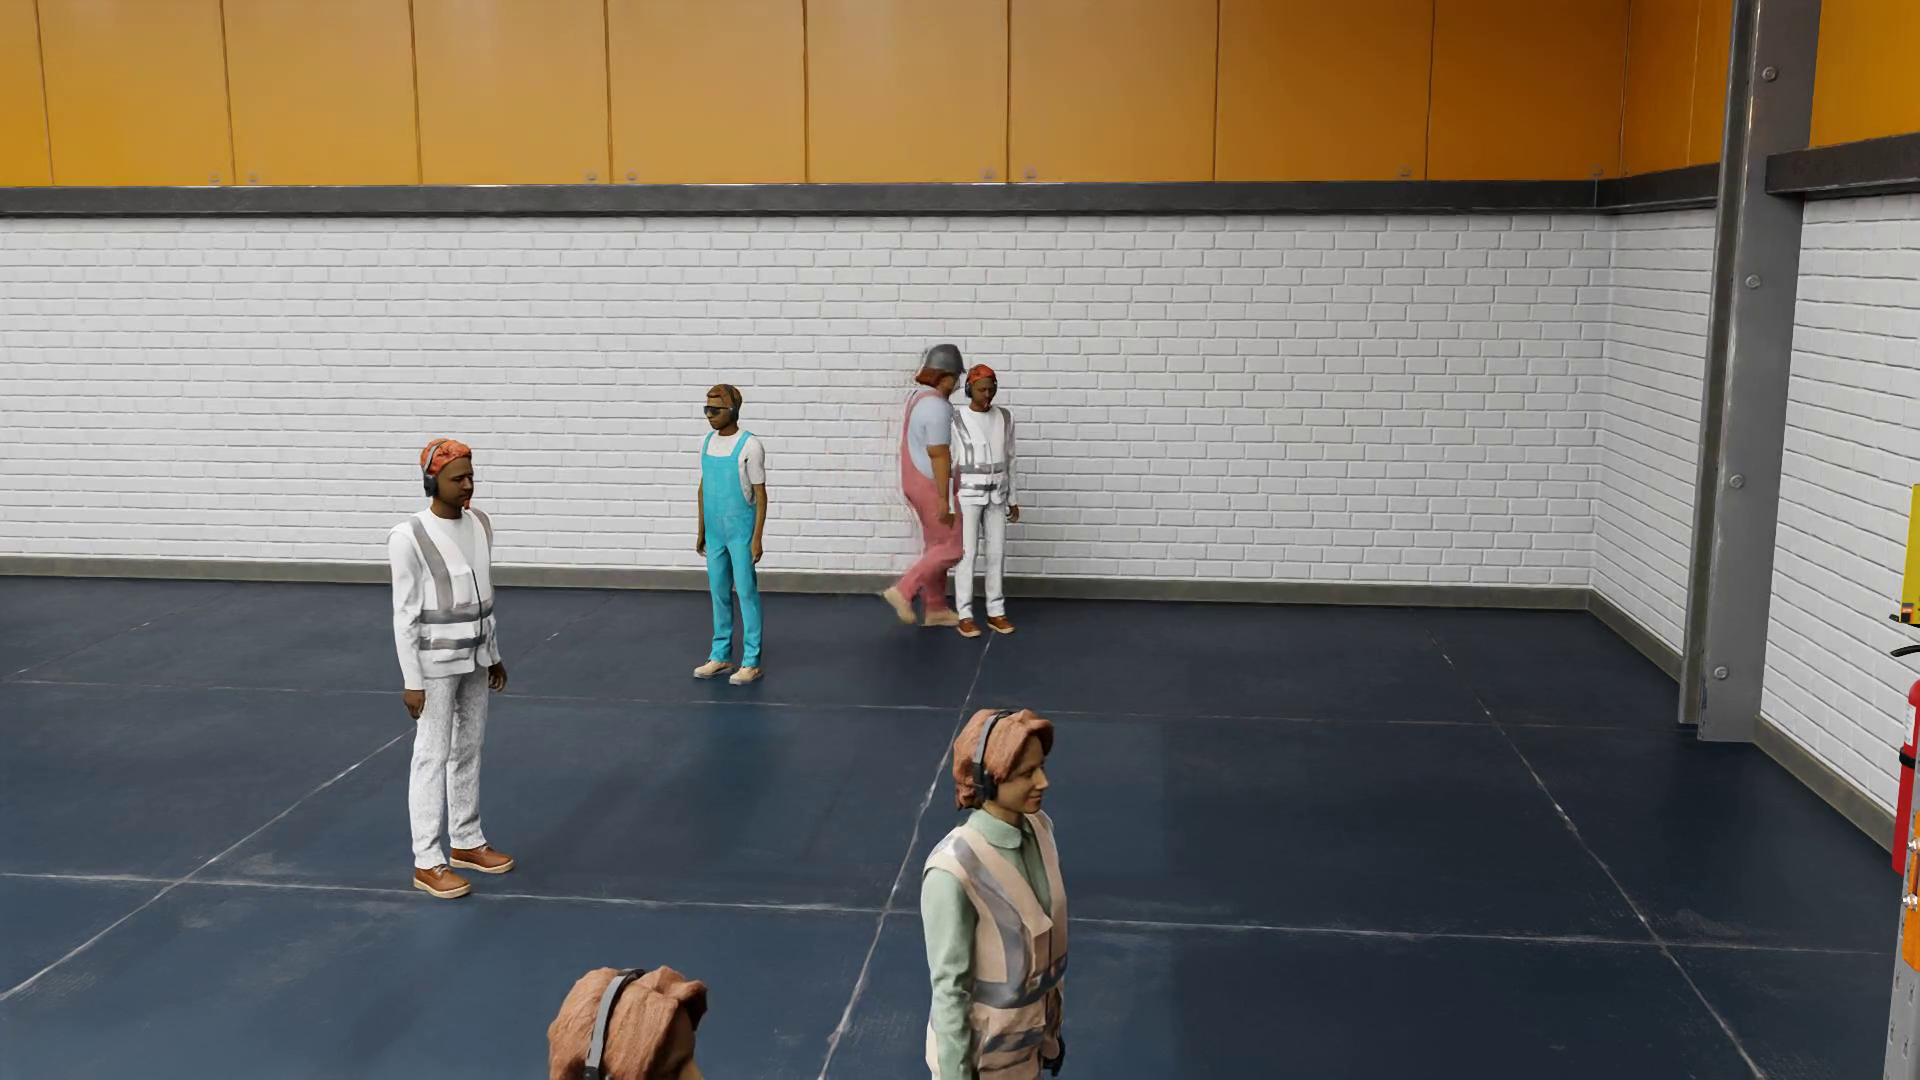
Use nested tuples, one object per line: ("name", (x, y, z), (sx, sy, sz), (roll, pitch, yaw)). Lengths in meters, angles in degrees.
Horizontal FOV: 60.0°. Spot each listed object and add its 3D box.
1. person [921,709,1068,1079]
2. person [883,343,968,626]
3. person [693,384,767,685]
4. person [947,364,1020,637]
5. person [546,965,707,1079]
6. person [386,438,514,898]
("person", (0.083, 1.180, 3.797), (0.310, 1.642, 0.514), (5, 11, 27))
("person", (-0.175, -0.367, 11.515), (0.621, 2.000, 0.694), (-2, 10, -11))
("person", (-1.411, -0.037, 10.182), (0.514, 1.844, 0.328), (7, 12, 34))
("person", (0.141, -0.270, 11.434), (0.584, 1.879, 0.367), (-6, 11, -30))
("person", (-0.477, 1.414, 2.467), (0.307, 1.641, 0.512), (1, 10, 8))
("person", (-2.107, 0.517, 6.902), (0.337, 1.882, 0.583), (4, 11, 22))
